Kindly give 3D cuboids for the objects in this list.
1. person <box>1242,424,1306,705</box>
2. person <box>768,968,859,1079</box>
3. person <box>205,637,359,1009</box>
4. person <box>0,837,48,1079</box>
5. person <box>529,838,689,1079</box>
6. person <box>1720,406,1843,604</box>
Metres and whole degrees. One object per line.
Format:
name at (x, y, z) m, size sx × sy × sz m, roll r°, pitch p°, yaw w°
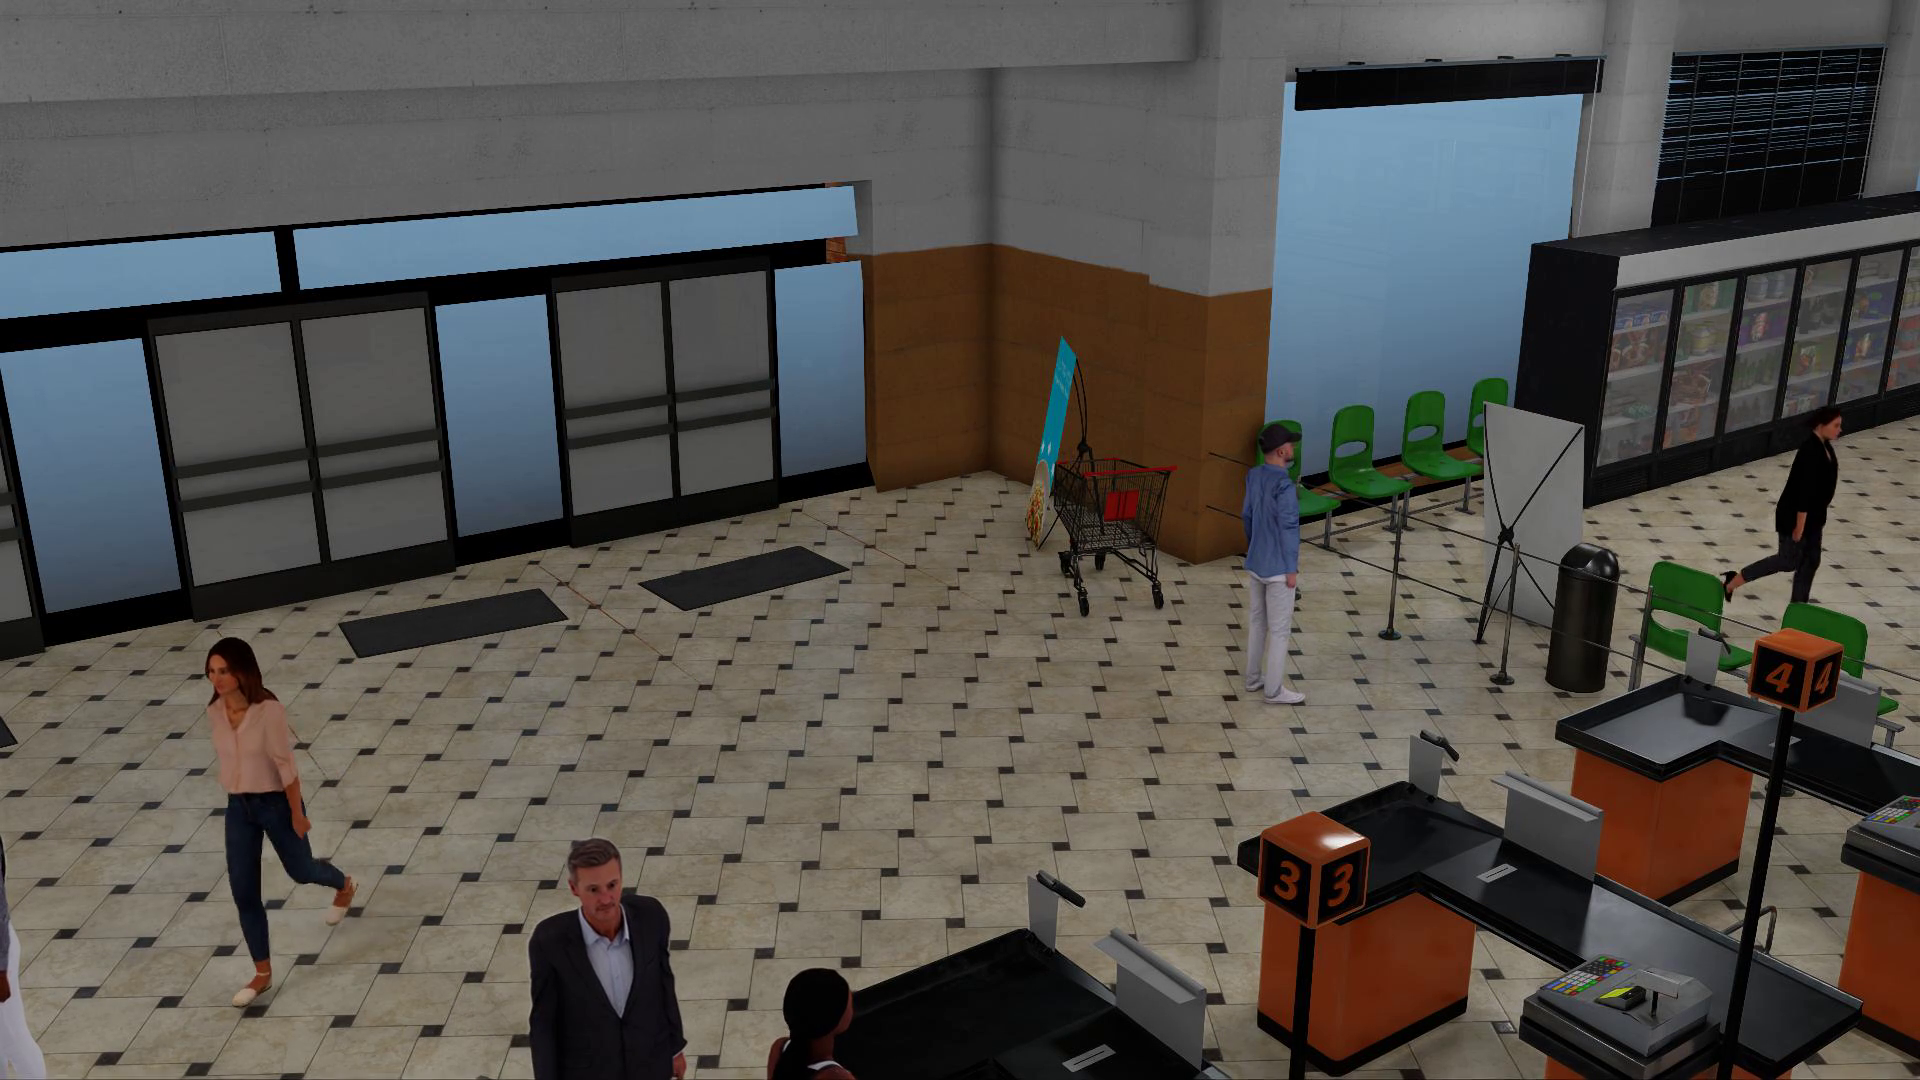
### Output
person at (2.057, 0.151, 10.940) m, size 0.753 × 1.888 × 0.577 m, roll -8°, pitch 20°, yaw -22°
person at (-0.451, 2.138, 5.256) m, size 0.499 × 1.753 × 0.659 m, roll 17°, pitch 25°, yaw 41°
person at (-3.230, 1.253, 7.882) m, size 1.123 × 1.753 × 1.131 m, roll 5°, pitch 19°, yaw 15°
person at (-3.937, 1.678, 6.666) m, size 0.604 × 1.725 × 0.734 m, roll 10°, pitch 21°, yaw 28°
person at (-1.229, 1.875, 5.899) m, size 0.728 × 1.840 × 0.573 m, roll -12°, pitch 22°, yaw -31°
person at (6.046, -0.154, 12.147) m, size 1.050 × 1.694 × 0.834 m, roll 13°, pitch 23°, yaw 34°
